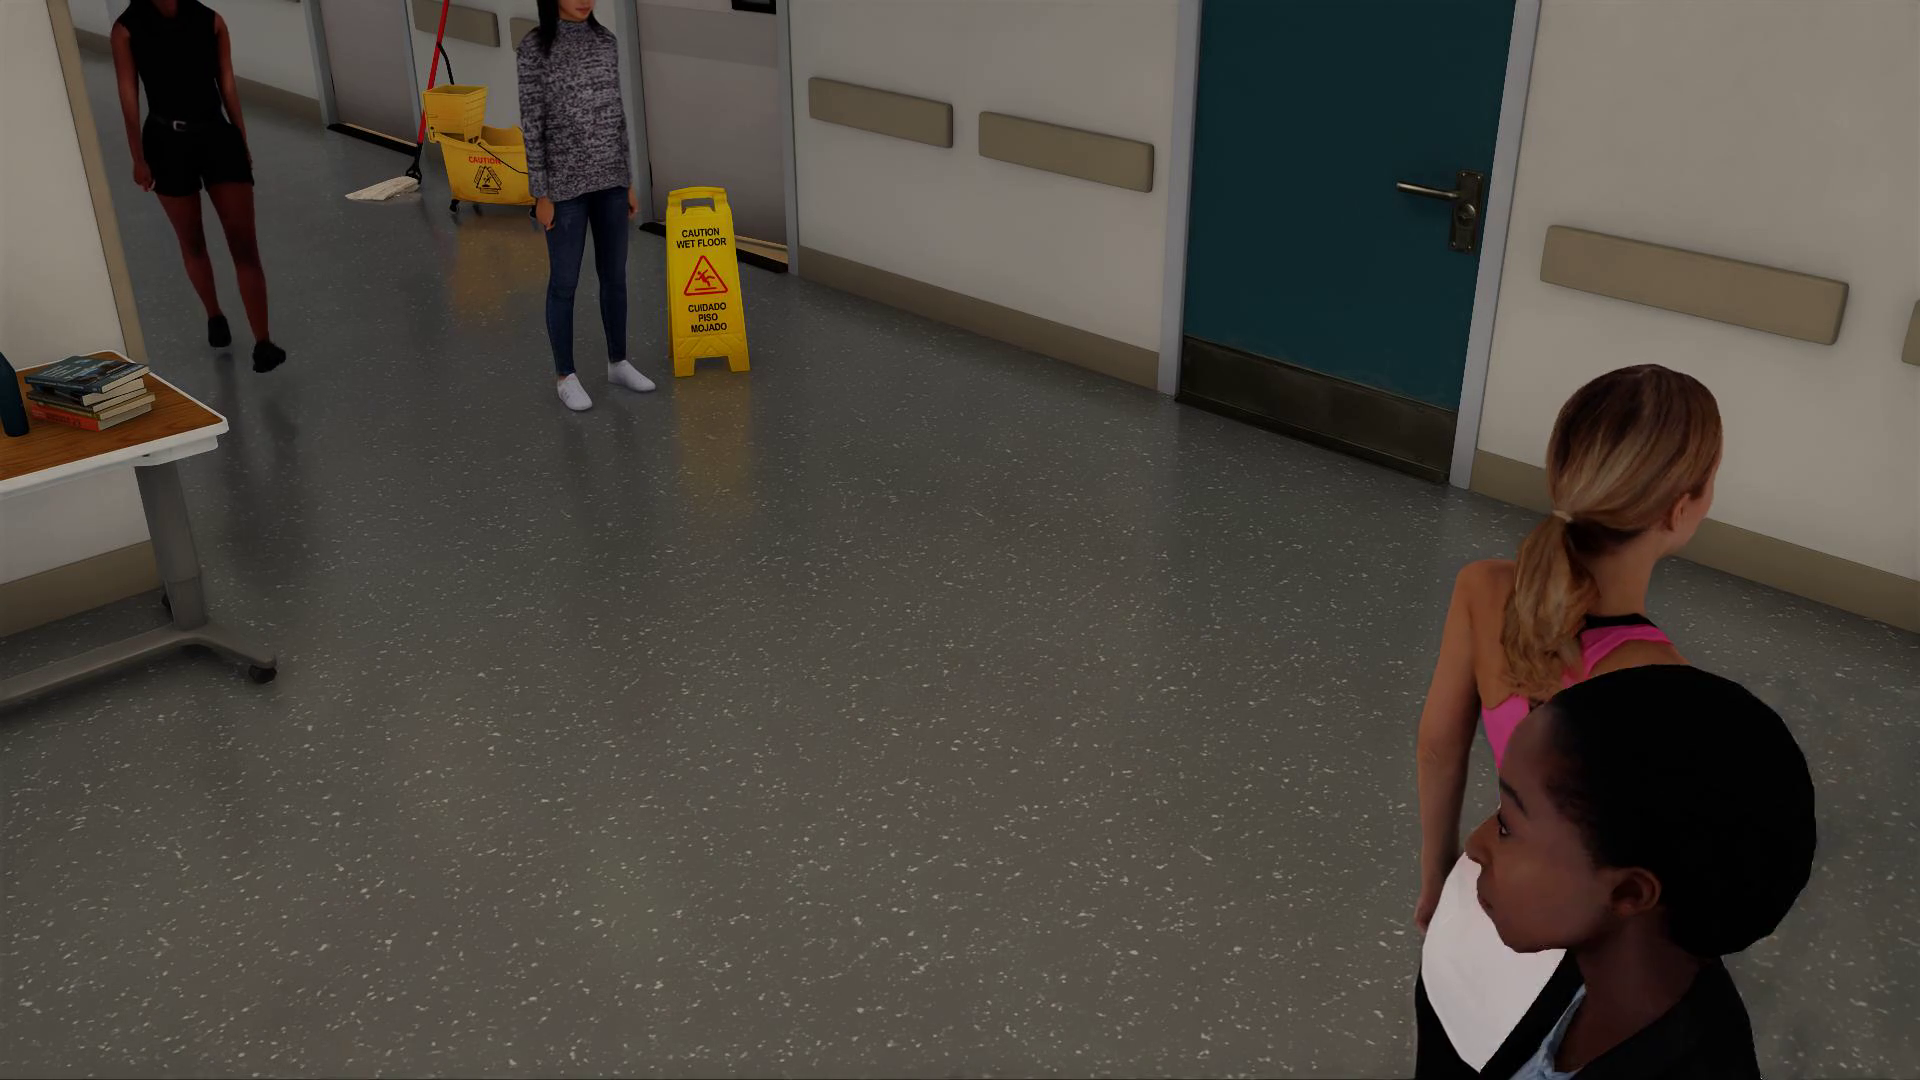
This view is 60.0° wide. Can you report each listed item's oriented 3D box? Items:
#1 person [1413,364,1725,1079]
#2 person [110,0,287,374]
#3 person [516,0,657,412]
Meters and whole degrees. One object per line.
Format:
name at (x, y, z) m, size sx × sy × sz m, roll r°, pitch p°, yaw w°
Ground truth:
person at (0.752, 0.617, 2.219) m, size 0.731 × 1.788 × 0.565 m, roll -12°, pitch 28°, yaw -24°
person at (-3.148, -1.550, 6.824) m, size 0.833 × 1.691 × 1.215 m, roll -14°, pitch 29°, yaw -27°
person at (-1.463, -1.393, 6.448) m, size 0.605 × 1.736 × 0.512 m, roll -22°, pitch 34°, yaw -38°
